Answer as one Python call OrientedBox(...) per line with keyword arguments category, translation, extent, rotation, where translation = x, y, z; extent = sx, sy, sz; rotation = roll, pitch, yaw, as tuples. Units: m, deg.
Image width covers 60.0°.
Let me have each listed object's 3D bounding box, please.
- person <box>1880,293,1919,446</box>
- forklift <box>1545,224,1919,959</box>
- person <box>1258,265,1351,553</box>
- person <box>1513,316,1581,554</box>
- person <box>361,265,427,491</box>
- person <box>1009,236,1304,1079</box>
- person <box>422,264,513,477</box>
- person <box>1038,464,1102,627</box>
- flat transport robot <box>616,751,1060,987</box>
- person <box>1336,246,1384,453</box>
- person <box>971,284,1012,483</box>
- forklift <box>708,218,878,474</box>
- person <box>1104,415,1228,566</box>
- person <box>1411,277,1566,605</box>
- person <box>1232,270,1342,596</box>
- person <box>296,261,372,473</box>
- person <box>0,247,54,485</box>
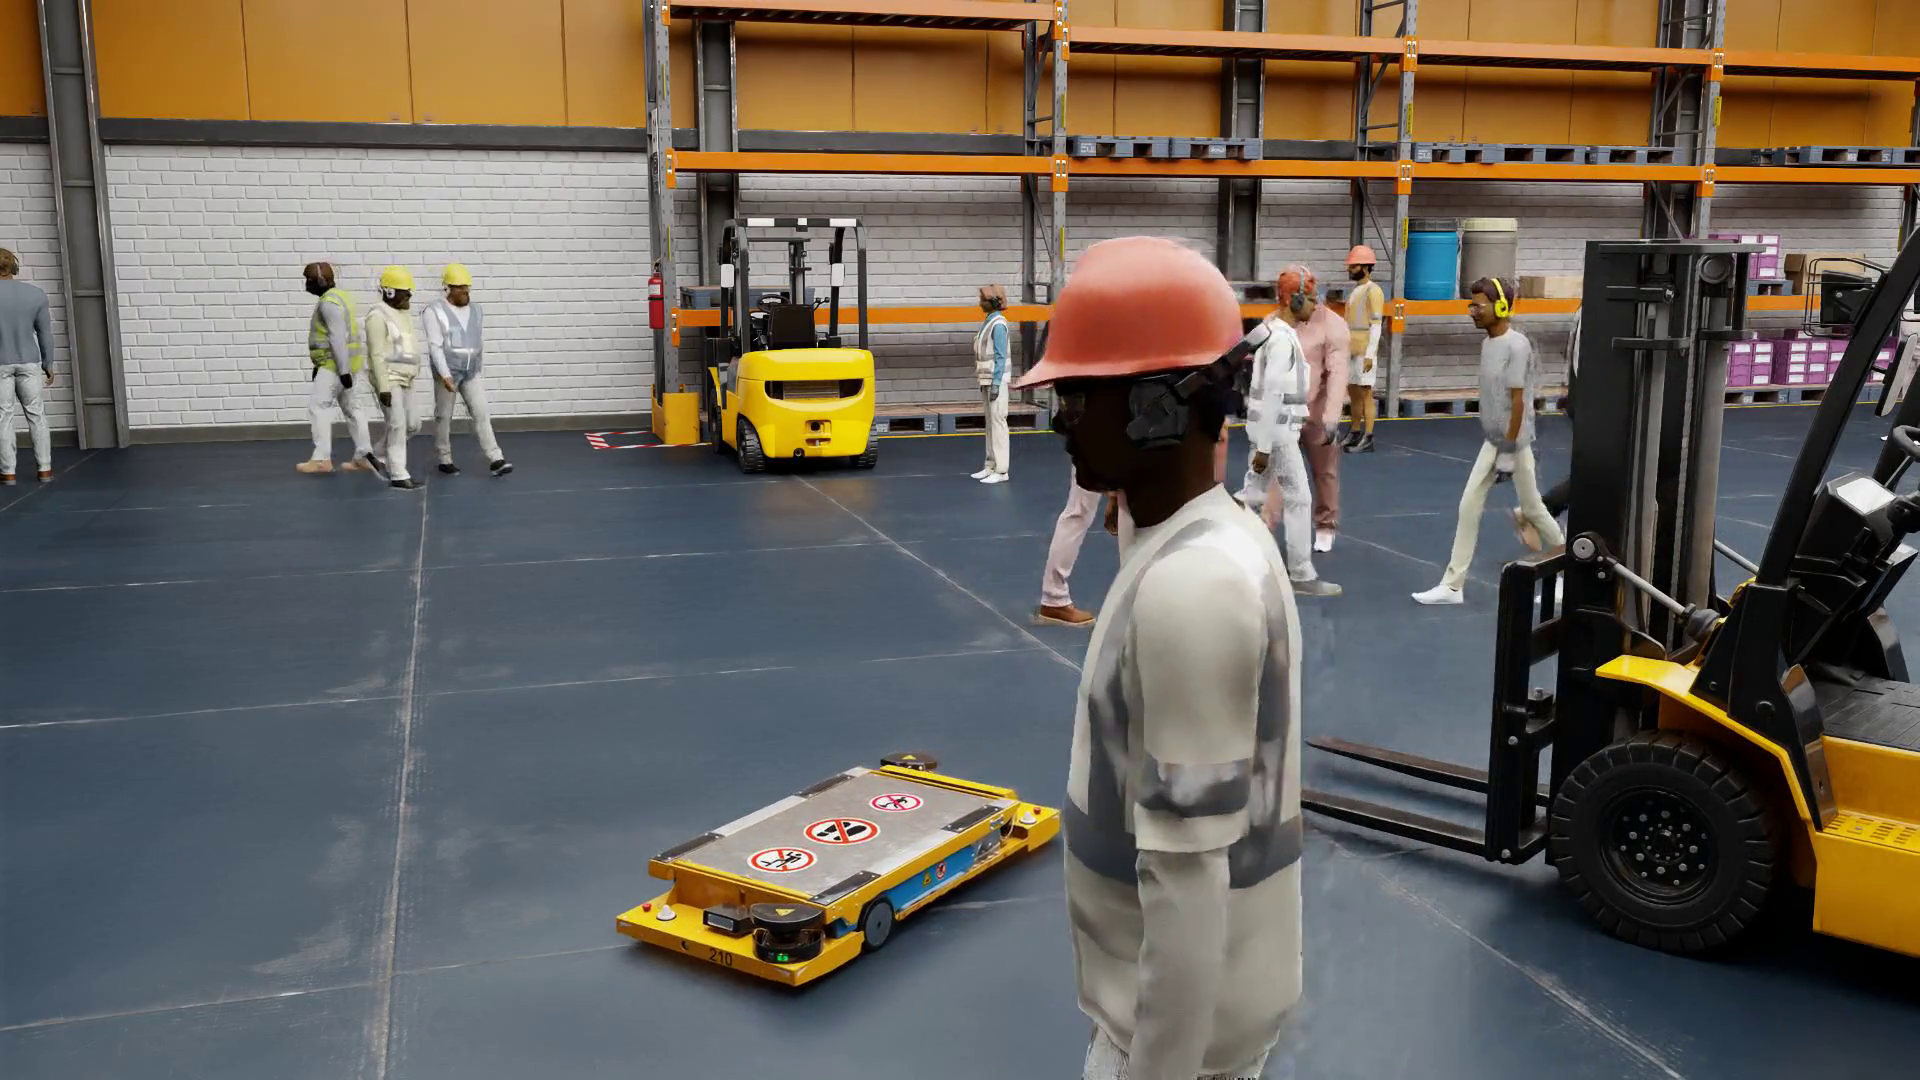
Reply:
OrientedBox(category="person", translation=(9.383, -1.877, 16.232), extent=(0.410, 1.909, 0.643), rotation=(-2, 10, -10))
OrientedBox(category="forklift", translation=(2.909, 0.117, 4.508), extent=(2.313, 2.155, 1.214), rotation=(9, 14, 40))
OrientedBox(category="person", translation=(2.135, -0.789, 10.448), extent=(0.668, 1.837, 1.011), rotation=(8, 13, 37))
OrientedBox(category="person", translation=(3.777, -0.789, 9.897), extent=(0.767, 2.000, 0.688), rotation=(4, 11, 21))
OrientedBox(category="person", translation=(-4.529, -1.276, 13.244), extent=(0.551, 1.805, 0.605), rotation=(1, 10, 7))
OrientedBox(category="person", translation=(0.387, 0.609, 2.294), extent=(0.690, 2.021, 0.636), rotation=(1, 10, 7))
OrientedBox(category="person", translation=(-4.130, -1.391, 13.873), extent=(0.900, 1.785, 0.591), rotation=(10, 14, 43))
OrientedBox(category="person", translation=(0.850, -0.493, 8.514), extent=(0.963, 1.943, 0.652), rotation=(3, 11, 15))
OrientedBox(category="flat transport robot", translation=(-0.322, 0.964, 5.143), extent=(0.652, 0.197, 1.431), rotation=(7, 12, 32))
OrientedBox(category="person", translation=(3.743, -1.783, 15.625), extent=(0.360, 1.939, 0.543), rotation=(-2, 11, -12))
OrientedBox(category="person", translation=(0.274, -1.290, 13.744), extent=(0.307, 1.640, 0.513), rotation=(-2, 11, -11))
OrientedBox(category="forklift", translation=(-1.522, -1.778, 14.899), extent=(1.214, 2.155, 2.313), rotation=(-3, 11, -17))
OrientedBox(category="person", translation=(0.781, -0.157, 6.588), extent=(0.393, 1.985, 0.611), rotation=(-7, 13, -36))
OrientedBox(category="person", translation=(3.024, -0.526, 9.126), extent=(0.977, 1.818, 0.535), rotation=(-2, 11, -12))
OrientedBox(category="person", translation=(1.687, -0.595, 9.393), extent=(0.897, 1.855, 0.587), rotation=(1, 10, 4))
OrientedBox(category="person", translation=(-5.467, -1.482, 14.338), extent=(0.755, 1.811, 0.633), rotation=(-2, 11, -10))
OrientedBox(category="person", translation=(-7.766, -1.418, 13.626), extent=(0.638, 1.938, 0.356), rotation=(-9, 13, -40))
